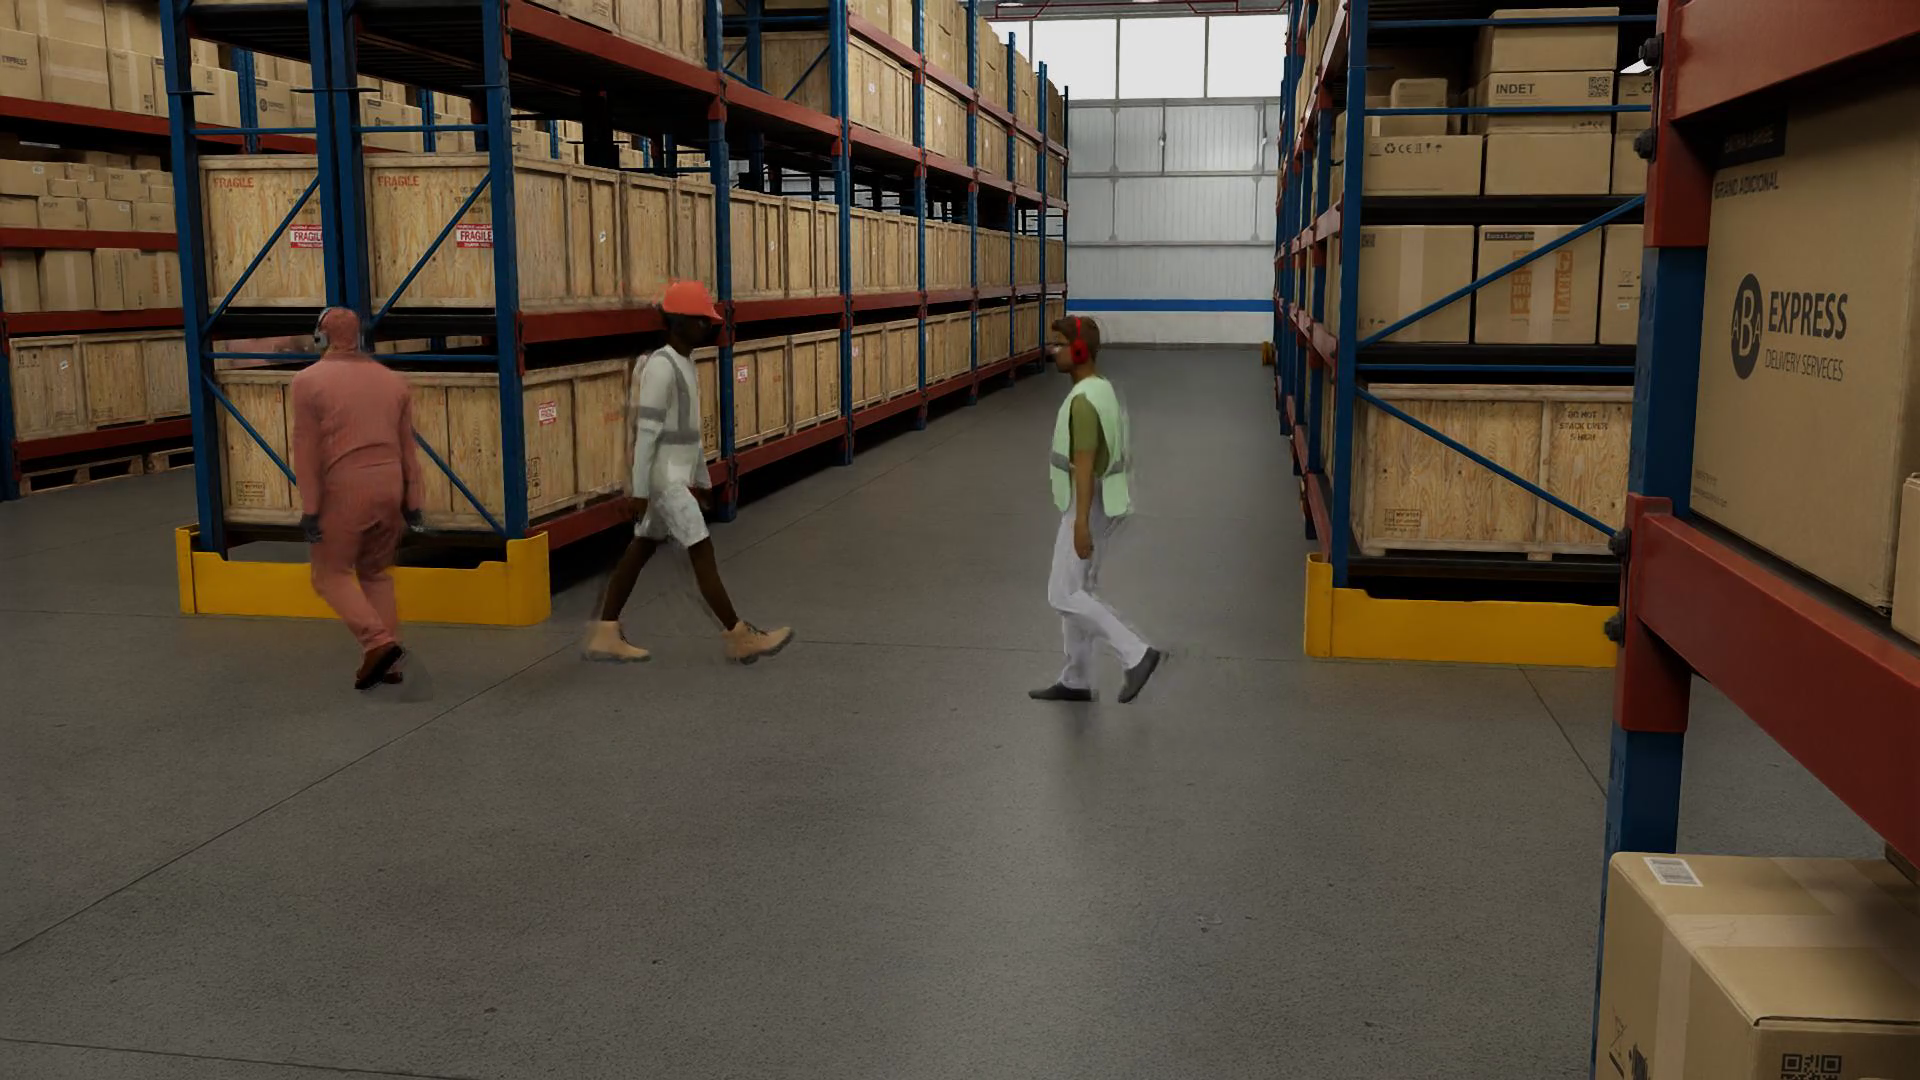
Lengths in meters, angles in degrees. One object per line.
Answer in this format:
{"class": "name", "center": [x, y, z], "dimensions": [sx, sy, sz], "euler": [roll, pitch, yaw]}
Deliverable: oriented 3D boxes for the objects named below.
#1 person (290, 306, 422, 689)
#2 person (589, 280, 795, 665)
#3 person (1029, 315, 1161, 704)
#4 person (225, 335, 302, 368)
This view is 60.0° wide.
{"class": "person", "center": [-2.892, -0.196, 8.063], "dimensions": [0.596, 1.865, 0.658], "euler": [6, 11, 34]}
{"class": "person", "center": [-1.426, -0.327, 8.505], "dimensions": [1.098, 1.971, 0.618], "euler": [0, 9, -1]}
{"class": "person", "center": [0.616, -0.122, 7.694], "dimensions": [0.522, 1.830, 0.576], "euler": [1, 9, 8]}
{"class": "person", "center": [-5.504, -1.032, 13.150], "dimensions": [0.648, 1.890, 0.446], "euler": [0, 9, 2]}
